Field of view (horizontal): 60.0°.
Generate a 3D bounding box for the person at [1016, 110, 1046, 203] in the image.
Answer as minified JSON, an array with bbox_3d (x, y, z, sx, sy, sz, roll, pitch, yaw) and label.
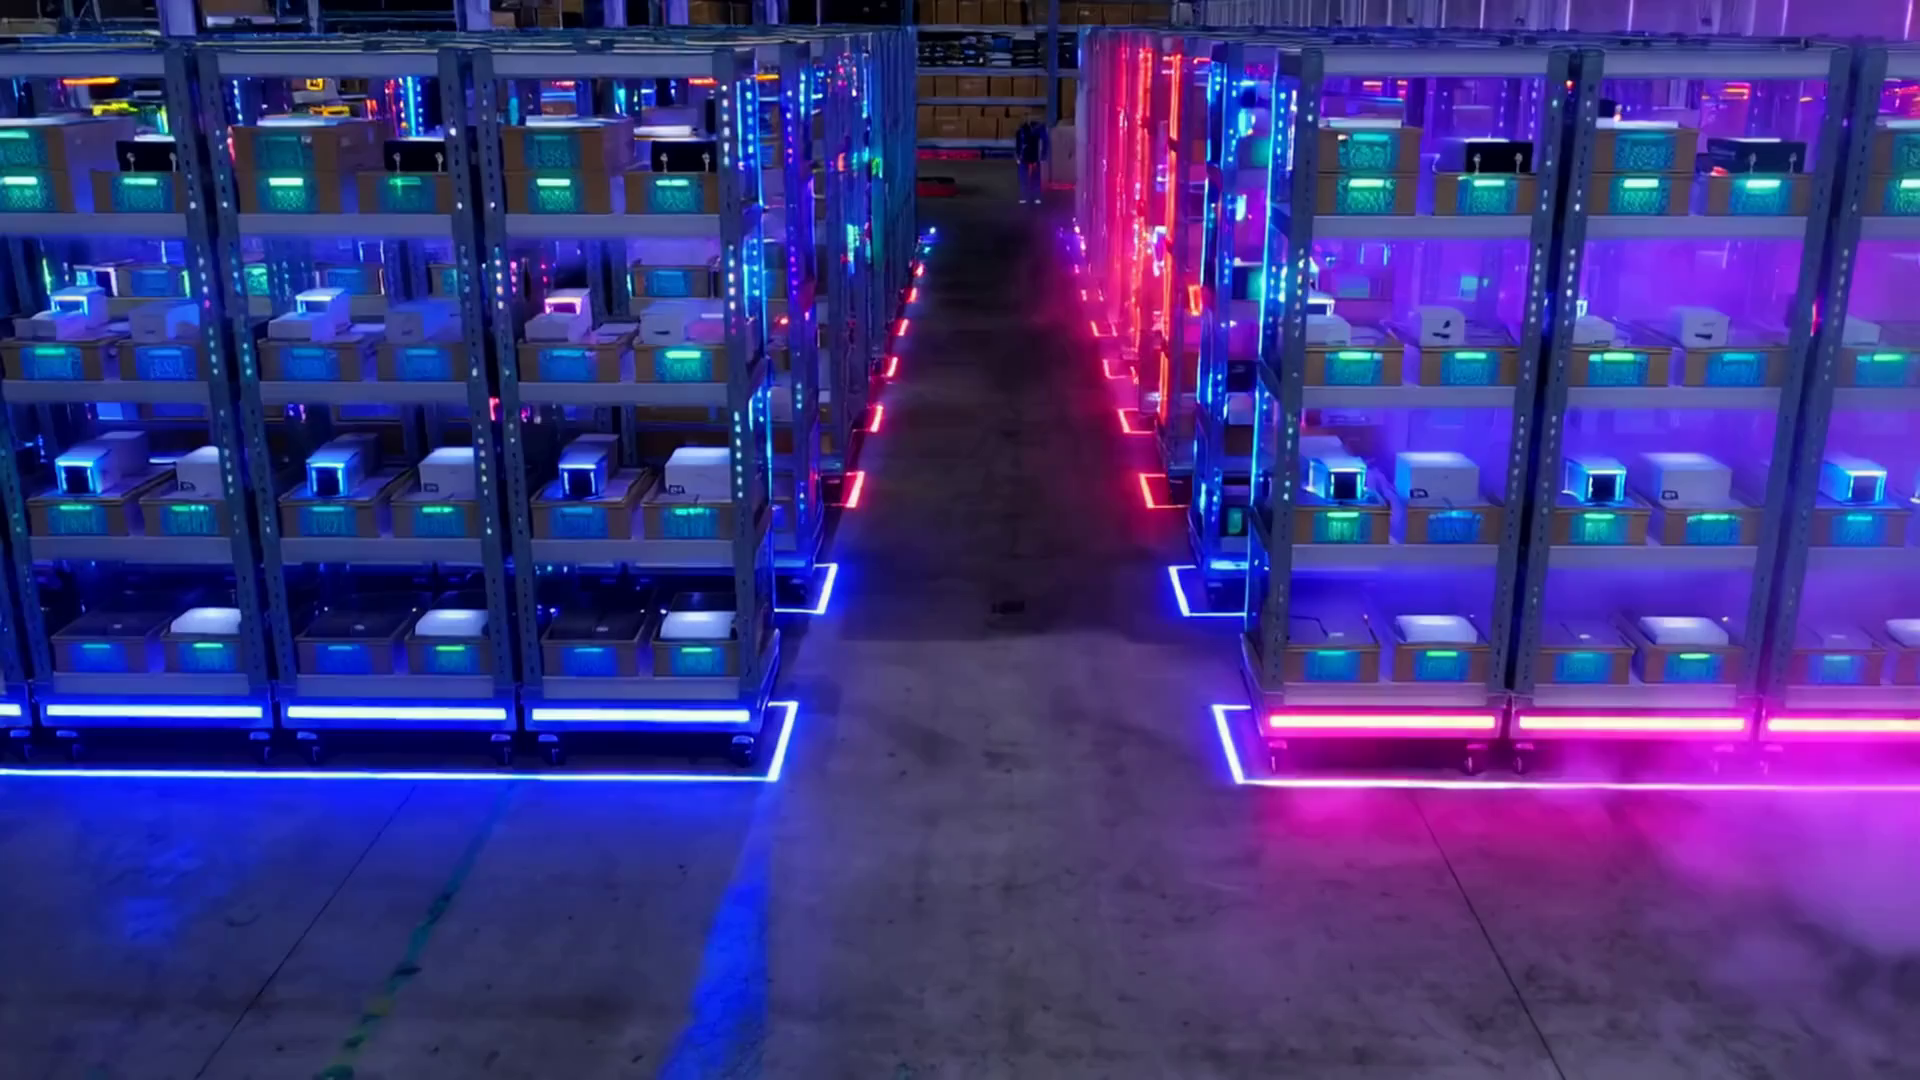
[{"bbox_3d":[1.467,-8.001,34.738,0.651,1.907,0.409,-5,18,-14],"label":"person"}]
